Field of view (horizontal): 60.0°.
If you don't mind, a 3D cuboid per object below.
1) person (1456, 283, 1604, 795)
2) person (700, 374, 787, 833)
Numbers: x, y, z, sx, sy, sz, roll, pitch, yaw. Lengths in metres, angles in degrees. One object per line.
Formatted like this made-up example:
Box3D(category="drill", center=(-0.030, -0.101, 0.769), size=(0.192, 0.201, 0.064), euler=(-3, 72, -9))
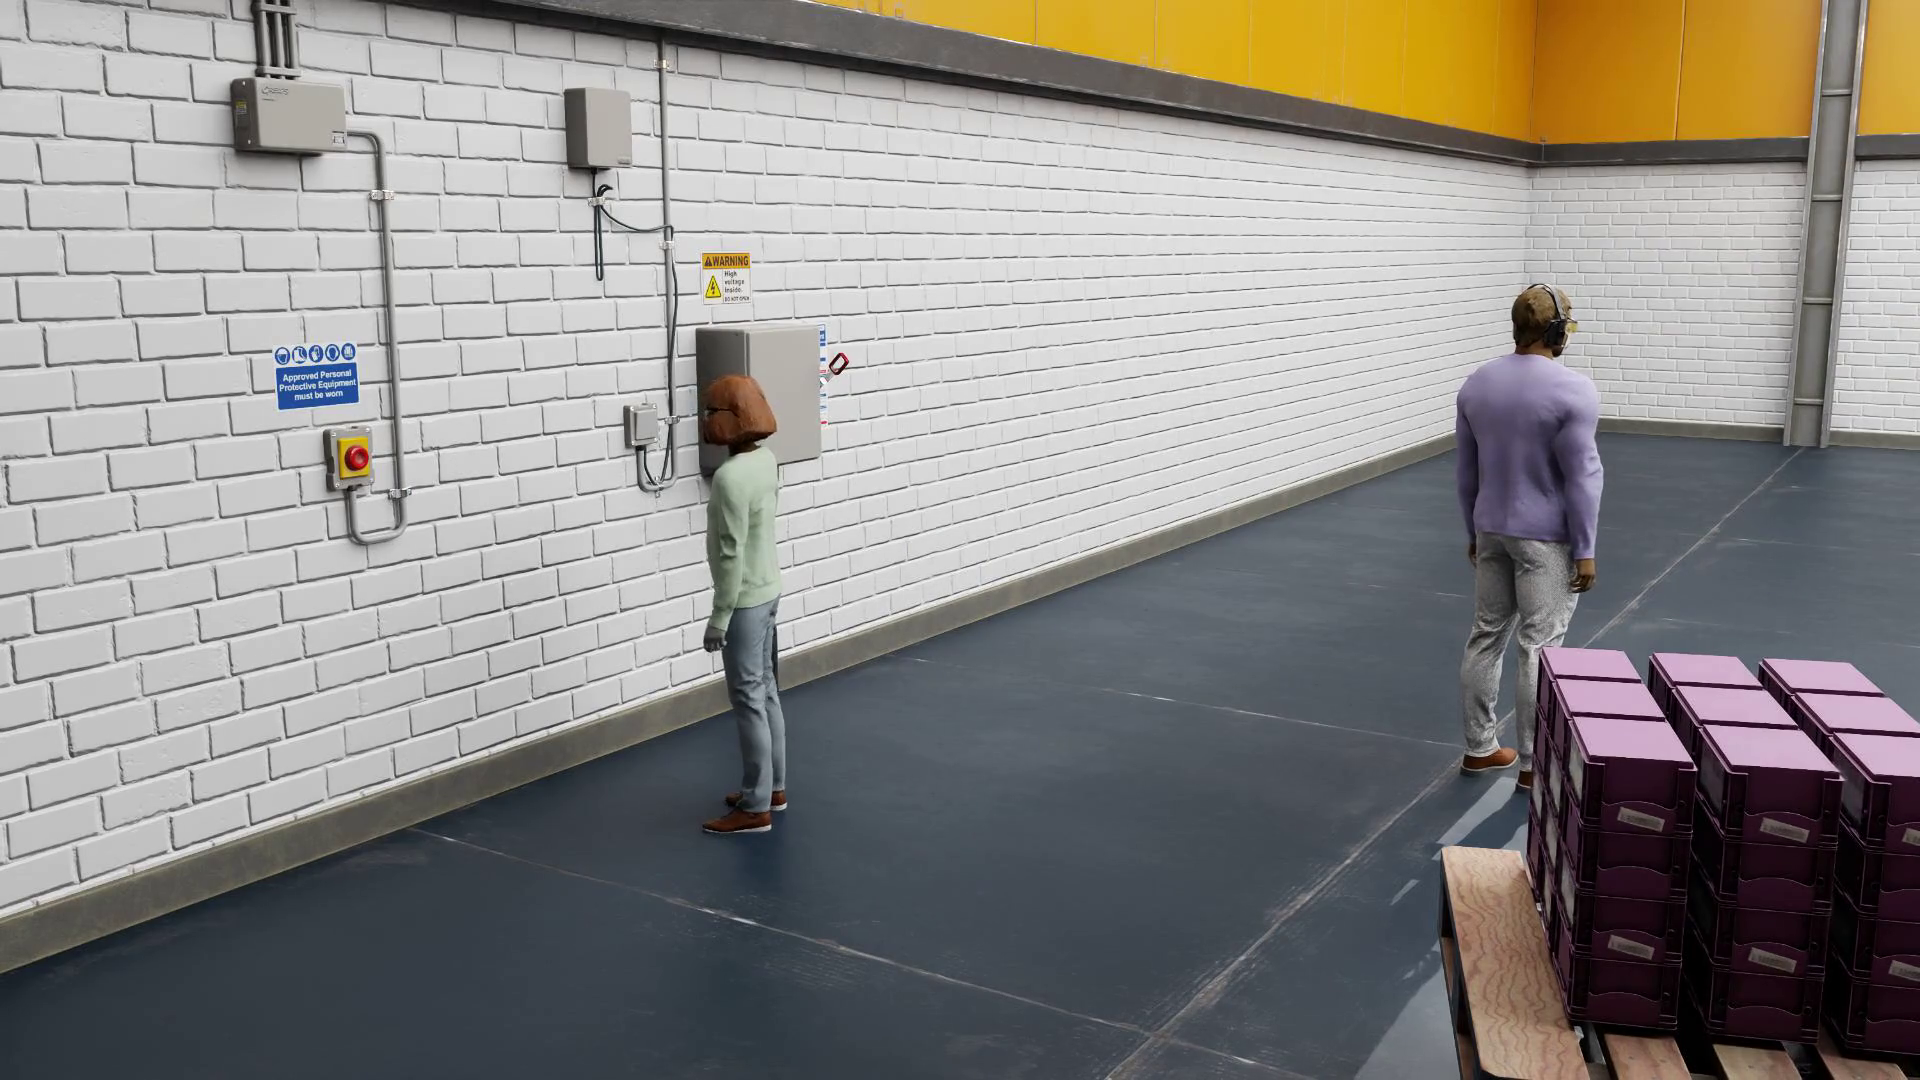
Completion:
Box3D(category="person", center=(2.165, -0.001, 6.357), size=(0.372, 1.940, 0.632), euler=(-6, 12, -32))
Box3D(category="person", center=(-0.782, 0.231, 5.923), size=(0.288, 1.633, 0.518), euler=(1, 10, 8))
